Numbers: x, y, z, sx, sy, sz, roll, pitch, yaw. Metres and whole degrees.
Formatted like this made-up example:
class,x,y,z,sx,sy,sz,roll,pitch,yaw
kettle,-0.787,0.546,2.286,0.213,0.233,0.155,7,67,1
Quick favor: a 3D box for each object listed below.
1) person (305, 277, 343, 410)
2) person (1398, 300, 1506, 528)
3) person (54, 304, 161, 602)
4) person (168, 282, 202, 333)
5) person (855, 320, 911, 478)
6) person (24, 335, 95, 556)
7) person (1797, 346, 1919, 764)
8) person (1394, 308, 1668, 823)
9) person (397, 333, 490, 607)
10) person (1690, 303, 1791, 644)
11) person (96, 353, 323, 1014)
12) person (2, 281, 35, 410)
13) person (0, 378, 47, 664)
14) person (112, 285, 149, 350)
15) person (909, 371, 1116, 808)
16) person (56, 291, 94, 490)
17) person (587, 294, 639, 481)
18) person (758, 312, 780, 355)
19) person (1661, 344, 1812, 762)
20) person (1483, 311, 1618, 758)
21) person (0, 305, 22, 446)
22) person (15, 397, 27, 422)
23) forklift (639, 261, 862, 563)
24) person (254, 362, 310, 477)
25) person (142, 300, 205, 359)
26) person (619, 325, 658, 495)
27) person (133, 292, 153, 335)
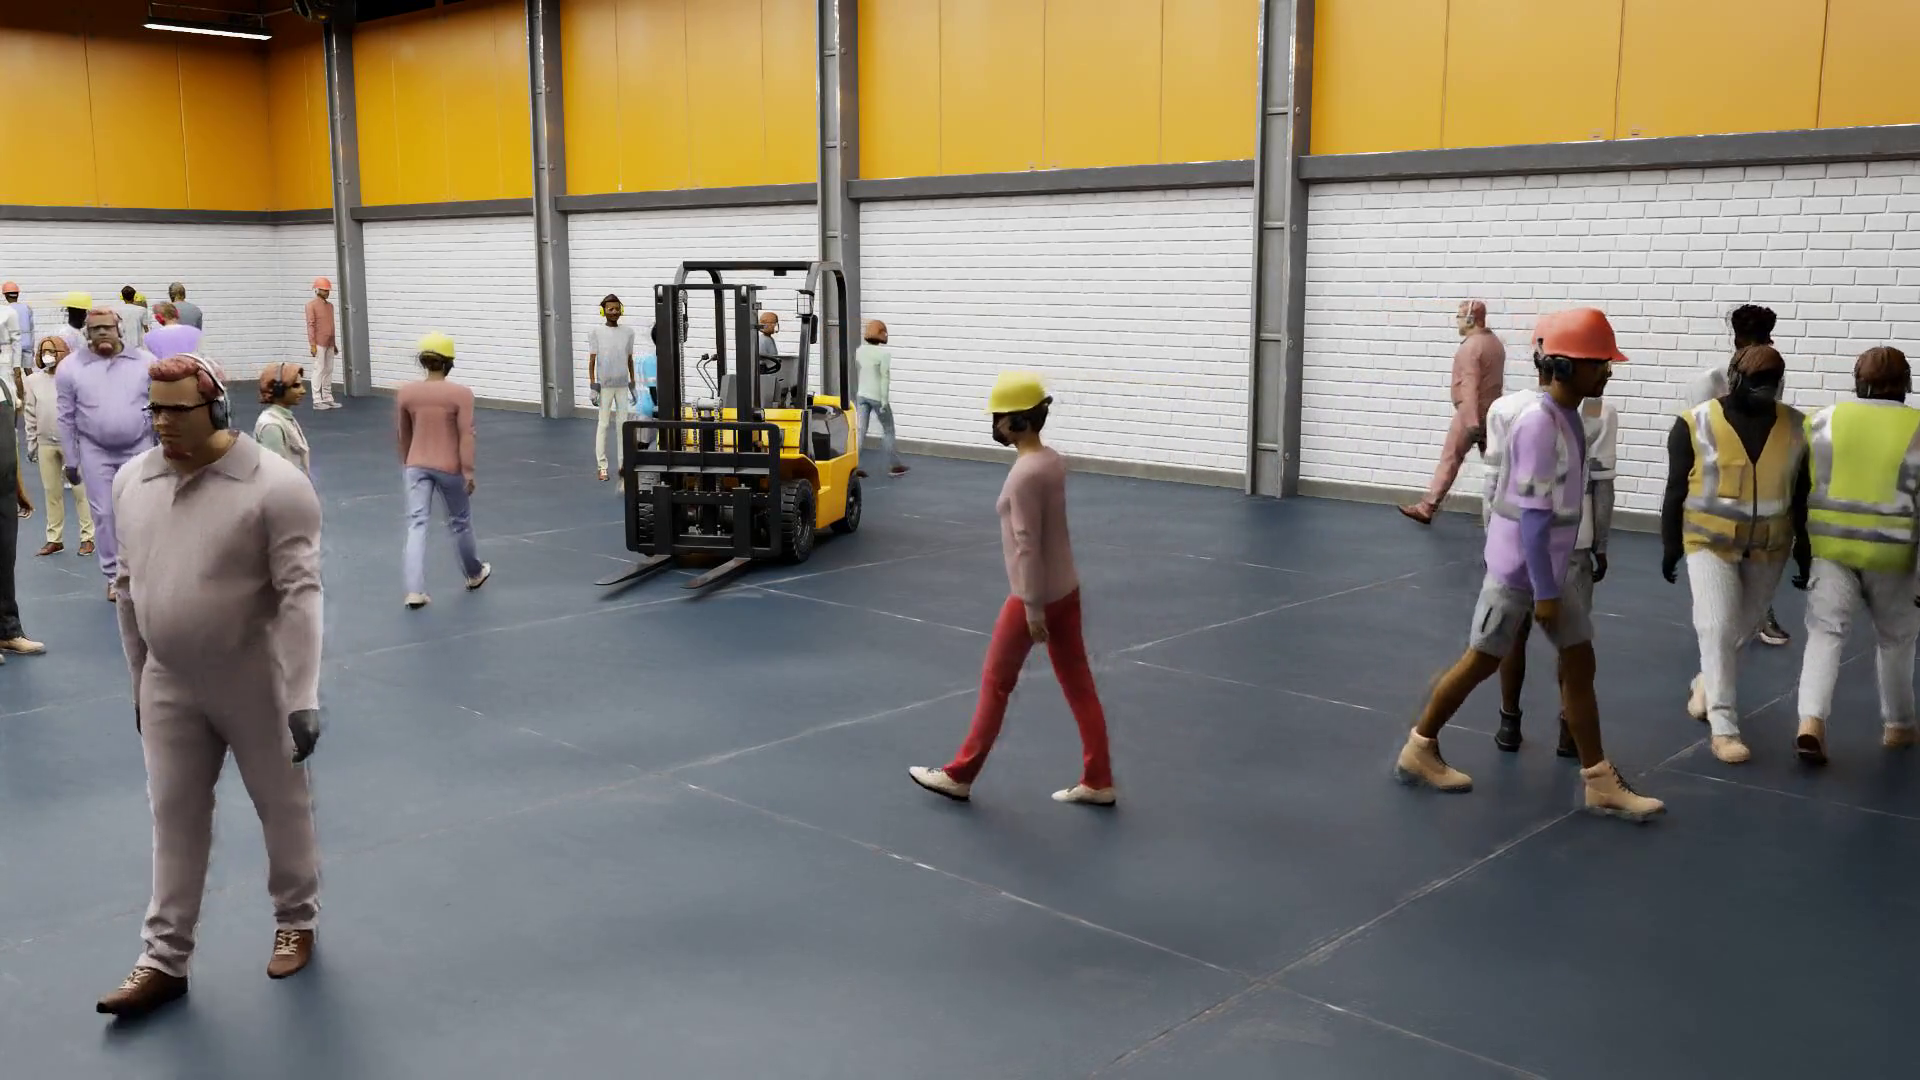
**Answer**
class,x,y,z,sx,sy,sz,roll,pitch,yaw
person,-9.630,-2.973,25.189,0.396,1.990,0.622,2,10,13
person,4.142,-1.018,13.605,0.966,1.858,0.657,9,13,43
person,-5.438,-0.563,10.707,0.662,1.893,0.488,-5,11,-29
person,-10.663,-2.562,22.839,0.353,1.936,0.635,4,10,21
person,-0.824,-1.435,16.956,0.511,1.600,0.784,7,12,38
person,-6.655,-0.695,12.310,0.500,1.636,0.280,0,9,-2
person,3.910,0.061,7.182,0.623,1.802,0.928,7,12,38
person,2.208,0.090,6.482,1.041,1.983,0.612,7,12,36
person,-3.329,-0.461,10.645,0.541,1.711,0.944,1,9,3
person,4.406,-0.359,9.346,0.627,1.928,0.673,-2,9,-12
person,-2.161,0.420,4.790,0.693,1.872,0.837,1,9,7
person,-14.074,-2.884,24.814,0.373,1.933,0.549,4,10,22
person,-5.242,-0.253,8.961,0.345,1.847,0.504,3,10,16
person,-12.617,-2.934,25.343,0.538,1.864,0.312,-6,11,-31
person,0.233,0.205,6.548,0.866,1.722,0.531,4,10,23
person,-8.432,-1.426,15.955,0.425,1.904,0.616,-3,10,-17
person,-3.484,-1.528,16.738,0.513,1.862,0.328,-6,11,-34
person,-2.194,-1.786,19.005,0.267,1.632,0.507,1,9,7
person,3.468,0.020,7.447,0.636,1.805,0.911,1,9,7
person,2.561,-0.023,7.266,0.547,1.938,0.377,5,10,26
person,-11.473,-2.107,19.746,0.609,2.036,0.402,-1,9,-7
person,-12.885,-2.431,22.106,0.663,1.921,0.636,-6,11,-34
forklift,-1.552,-1.040,12.721,1.214,2.155,2.313,2,9,11
person,-3.627,-0.136,8.907,0.320,1.630,0.515,-2,10,-13
person,-7.906,-1.523,16.855,0.625,1.805,0.568,-5,11,-28
person,-2.757,-1.181,15.261,0.911,1.647,0.538,4,10,22
person,-13.366,-3.170,27.189,0.495,1.739,0.321,3,10,16
